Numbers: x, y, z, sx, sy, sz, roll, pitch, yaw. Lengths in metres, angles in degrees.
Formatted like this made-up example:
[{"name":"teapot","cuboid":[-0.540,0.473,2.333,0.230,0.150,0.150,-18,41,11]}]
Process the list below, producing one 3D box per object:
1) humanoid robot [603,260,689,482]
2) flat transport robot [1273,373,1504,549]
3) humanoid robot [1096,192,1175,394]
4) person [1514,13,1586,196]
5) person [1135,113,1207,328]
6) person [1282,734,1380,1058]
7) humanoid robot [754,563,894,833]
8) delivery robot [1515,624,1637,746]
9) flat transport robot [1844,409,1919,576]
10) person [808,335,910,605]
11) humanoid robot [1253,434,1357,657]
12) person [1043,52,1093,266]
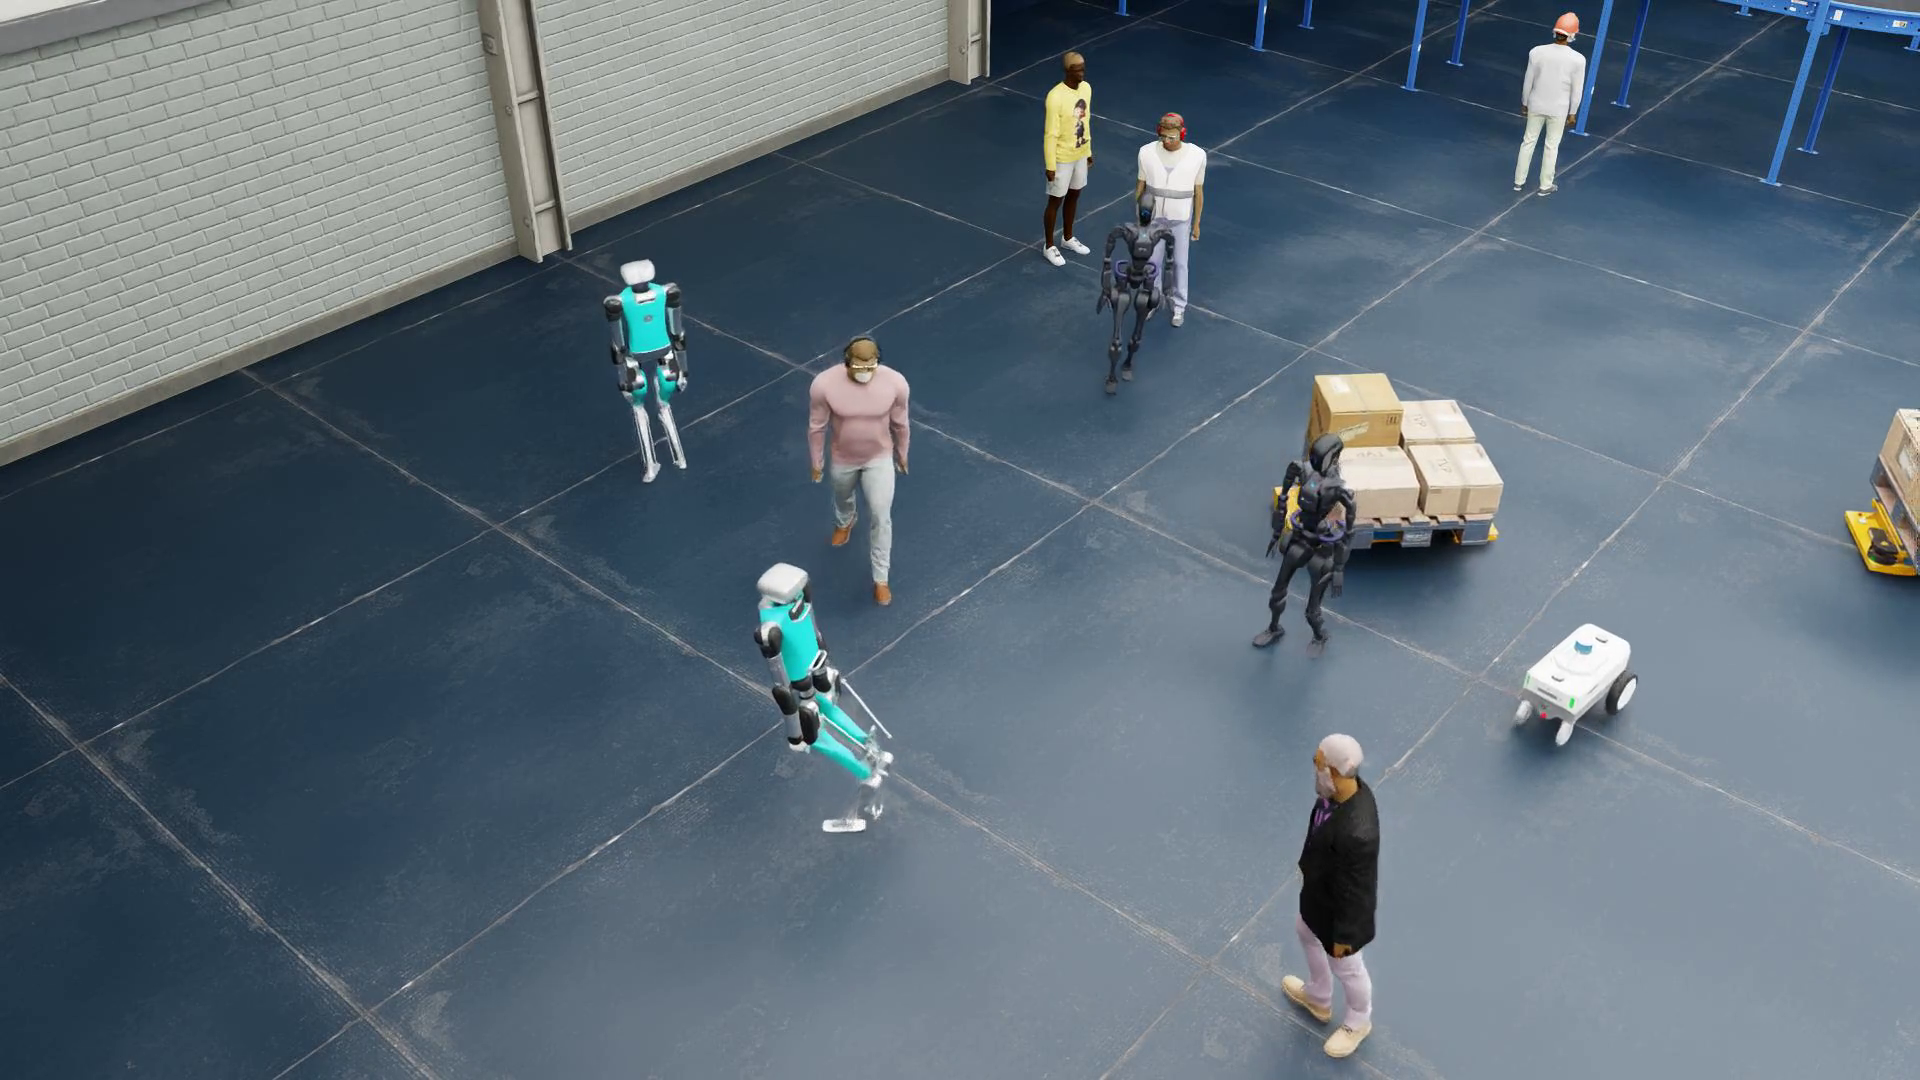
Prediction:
[{"name":"humanoid robot","cuboid":[-2.236,-1.235,11.853,0.540,1.786,0.679,-14,38,-19]},{"name":"flat transport robot","cuboid":[2.987,-0.220,11.697,1.431,0.231,0.659,-2,36,-3]},{"name":"humanoid robot","cuboid":[1.360,-1.934,12.898,0.601,1.644,0.534,-1,35,-1]},{"name":"person","cuboid":[5.672,-4.184,15.982,0.562,1.751,0.328,22,41,28]},{"name":"person","cuboid":[1.723,-2.668,13.791,0.569,1.831,0.413,10,37,13]},{"name":"person","cuboid":[1.792,1.663,7.724,0.496,1.818,0.581,0,35,0]},{"name":"humanoid robot","cuboid":[-0.624,0.937,8.828,0.826,1.771,0.532,10,37,14]},{"name":"delivery robot","cuboid":[3.691,0.822,9.975,0.769,0.580,0.499,-29,45,-34]},{"name":"flat transport robot","cuboid":[6.889,0.033,11.341,1.431,0.231,0.659,5,36,8]},{"name":"person","cuboid":[-0.647,-0.590,10.828,0.652,1.897,0.911,-2,35,-2]},{"name":"humanoid robot","cuboid":[2.155,0.030,10.152,0.399,1.652,0.585,-30,45,-35]},{"name":"person","cuboid":[0.957,-3.395,14.750,0.558,1.897,0.363,-29,45,-35]}]
